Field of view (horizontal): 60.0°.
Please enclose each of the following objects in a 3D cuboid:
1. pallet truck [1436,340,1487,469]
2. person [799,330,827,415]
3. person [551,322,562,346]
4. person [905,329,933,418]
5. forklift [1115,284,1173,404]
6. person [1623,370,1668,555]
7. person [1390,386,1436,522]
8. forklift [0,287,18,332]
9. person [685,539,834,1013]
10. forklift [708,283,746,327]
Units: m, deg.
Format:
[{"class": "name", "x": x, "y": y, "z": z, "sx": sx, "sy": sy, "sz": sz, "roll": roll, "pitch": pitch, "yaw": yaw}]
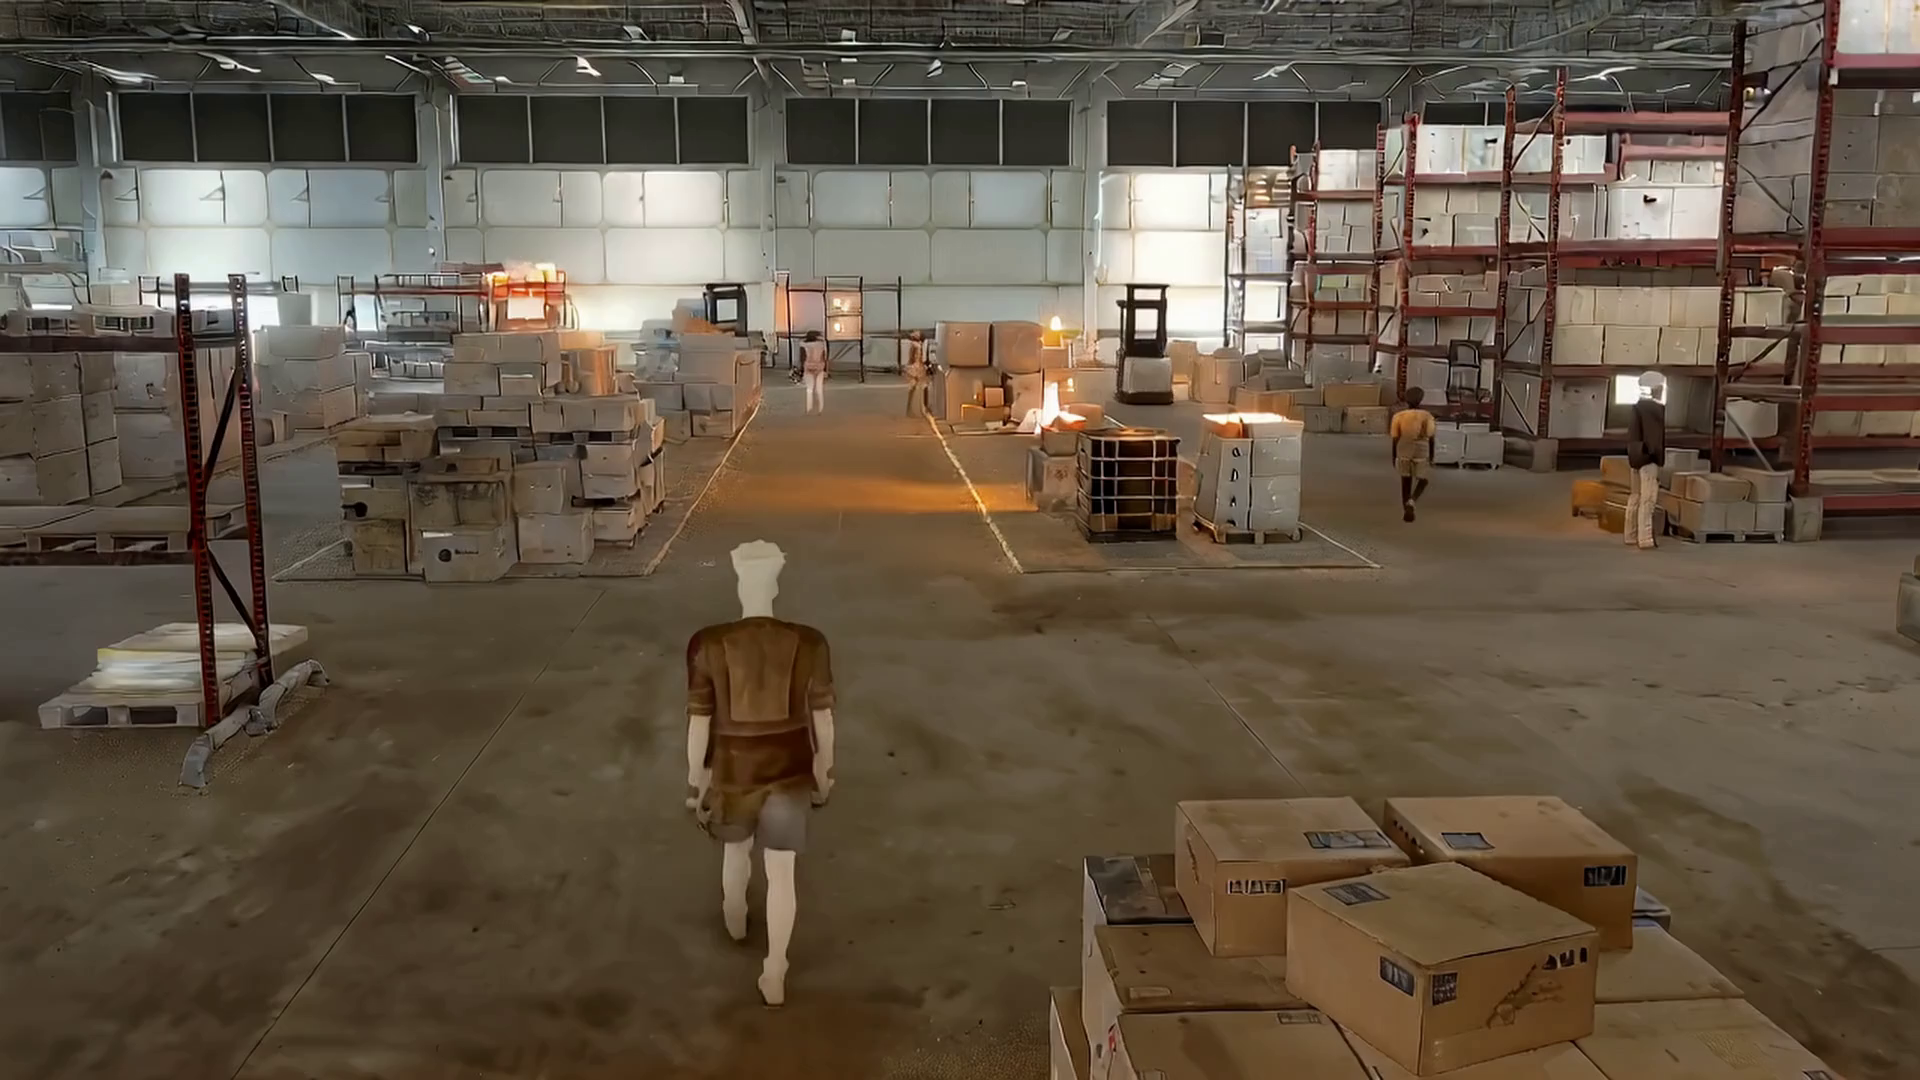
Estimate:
[{"class": "pallet truck", "x": 8.004, "y": -2.170, "z": 26.422, "sx": 0.823, "sy": 1.965, "sz": 1.885, "roll": 2, "pitch": 9, "yaw": 14}, {"class": "person", "x": -3.209, "y": -3.643, "z": 36.159, "sx": 0.622, "sy": 1.845, "sz": 0.429, "roll": -4, "pitch": 10, "yaw": -26}, {"class": "person", "x": -9.391, "y": -4.081, "z": 38.625, "sx": 0.371, "sy": 1.934, "sz": 0.627, "roll": -2, "pitch": 9, "yaw": -13}, {"class": "person", "x": -0.899, "y": -3.529, "z": 35.335, "sx": 0.734, "sy": 1.872, "sz": 0.633, "roll": -5, "pitch": 11, "yaw": -31}, {"class": "forklift", "x": 4.369, "y": -4.645, "z": 39.199, "sx": 1.129, "sy": 2.768, "sz": 1.873, "roll": -1, "pitch": 9, "yaw": -4}, {"class": "person", "x": 7.475, "y": -0.843, "z": 18.090, "sx": 0.376, "sy": 1.997, "sz": 0.612, "roll": -1, "pitch": 9, "yaw": -8}, {"class": "person", "x": 5.492, "y": -1.036, "z": 20.243, "sx": 0.543, "sy": 1.684, "sz": 0.562, "roll": 5, "pitch": 10, "yaw": 29}, {"class": "forklift", "x": -16.258, "y": -2.887, "z": 28.158, "sx": 1.873, "sy": 2.768, "sz": 1.129, "roll": -1, "pitch": 9, "yaw": -4}, {"class": "person", "x": -0.858, "y": 0.942, "z": 7.099, "sx": 0.634, "sy": 1.917, "sz": 0.992, "roll": -2, "pitch": 9, "yaw": -10}, {"class": "forklift", "x": -5.818, "y": -5.043, "z": 41.696, "sx": 1.129, "sy": 2.768, "sz": 1.873, "roll": -1, "pitch": 9, "yaw": -4}]
